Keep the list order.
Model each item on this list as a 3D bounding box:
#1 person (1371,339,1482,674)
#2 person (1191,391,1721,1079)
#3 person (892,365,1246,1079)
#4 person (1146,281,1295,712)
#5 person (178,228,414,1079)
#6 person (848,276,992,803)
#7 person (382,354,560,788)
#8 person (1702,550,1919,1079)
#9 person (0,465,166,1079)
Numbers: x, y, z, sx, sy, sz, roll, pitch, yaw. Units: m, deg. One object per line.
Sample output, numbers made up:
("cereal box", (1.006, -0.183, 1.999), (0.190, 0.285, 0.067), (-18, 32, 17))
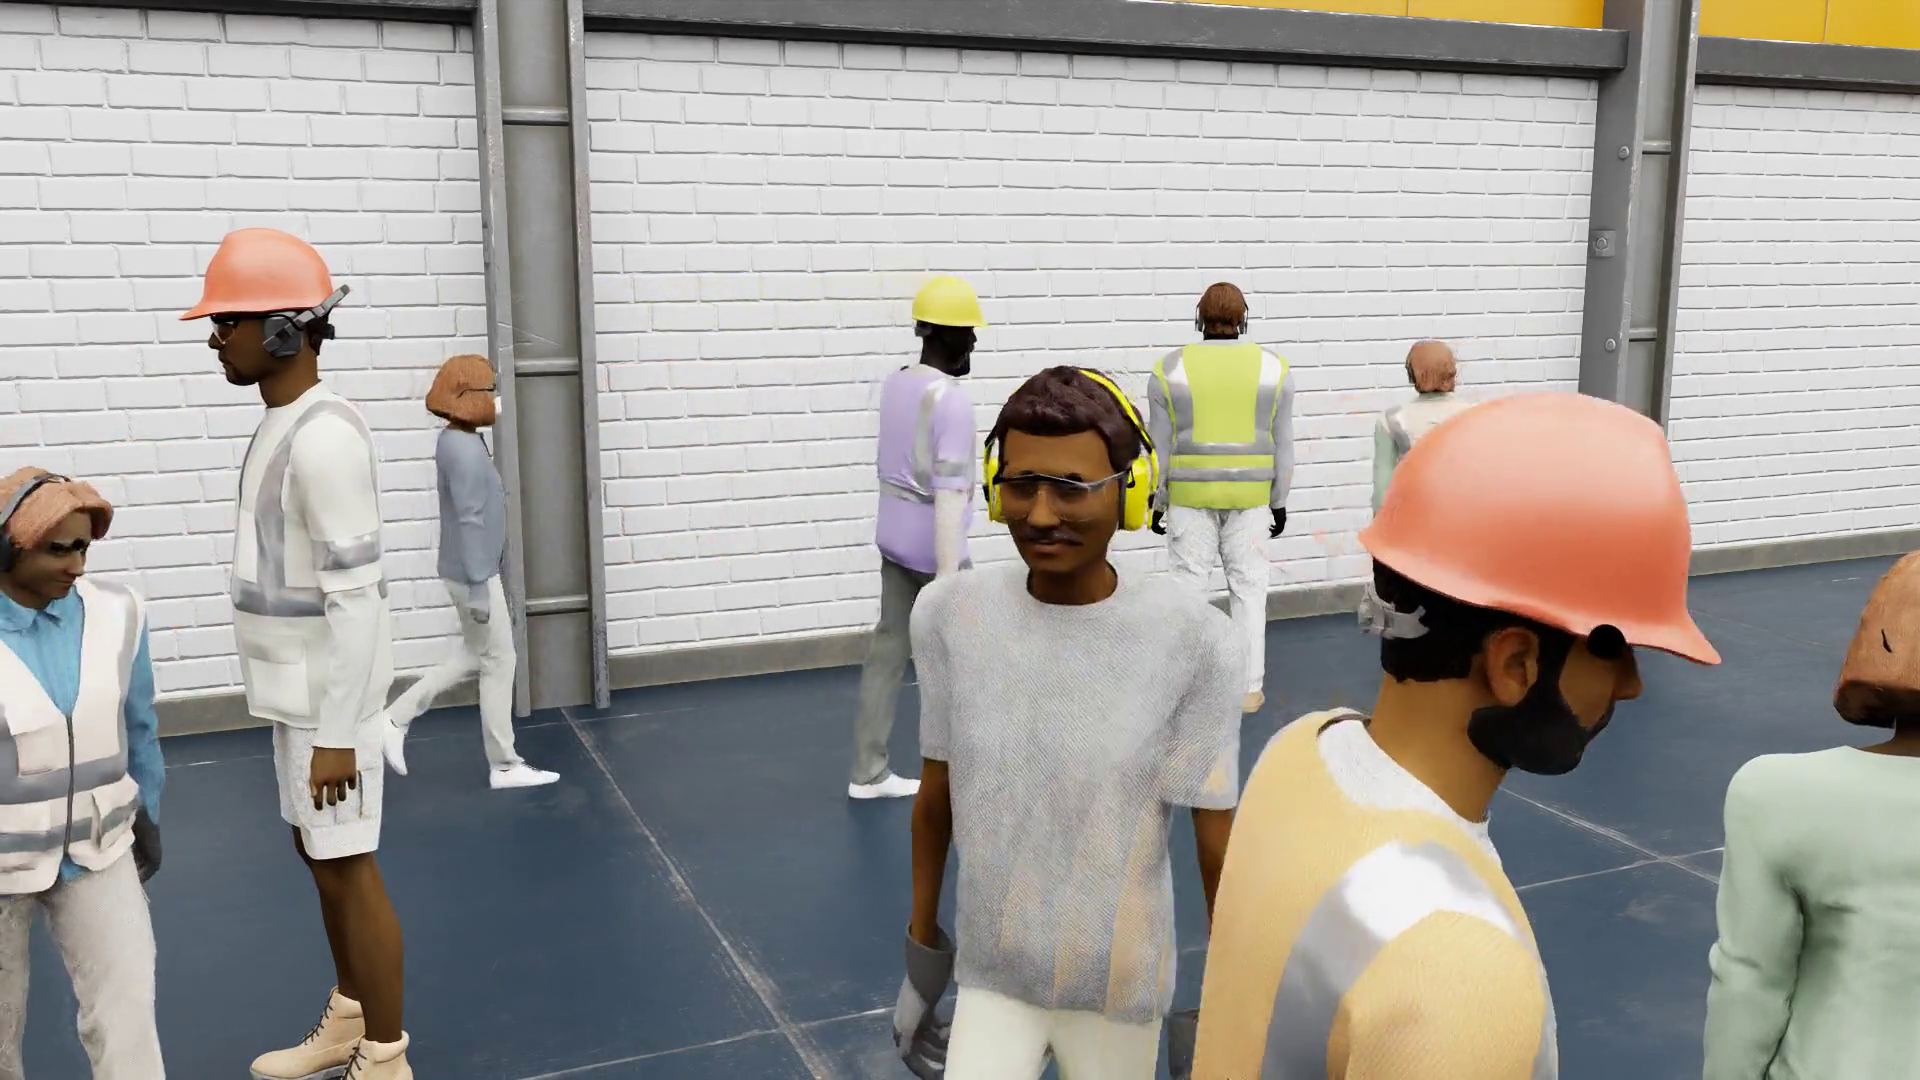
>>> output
("person", (2.007, -0.050, 7.070), (0.516, 1.604, 0.805), (2, 11, 12))
("person", (0.269, 0.804, 1.570), (0.774, 1.900, 0.608), (0, 10, -1))
("person", (0.130, 0.680, 2.367), (0.560, 1.851, 0.526), (3, 11, 18))
("person", (1.099, -0.170, 7.092), (0.627, 1.844, 0.429), (0, 10, 3))
("person", (-1.474, 0.339, 3.728), (0.381, 2.041, 0.616), (-6, 12, -30))
("person", (-0.009, 0.004, 6.021), (0.945, 1.886, 0.591), (-6, 12, -32))
("person", (-1.829, 0.136, 6.032), (0.605, 1.616, 0.503), (-4, 11, -20))
("person", (1.260, 0.815, 2.235), (0.499, 1.633, 0.281), (5, 11, 26))
("person", (-1.766, 0.643, 3.275), (0.846, 1.584, 0.521), (7, 13, 35))
